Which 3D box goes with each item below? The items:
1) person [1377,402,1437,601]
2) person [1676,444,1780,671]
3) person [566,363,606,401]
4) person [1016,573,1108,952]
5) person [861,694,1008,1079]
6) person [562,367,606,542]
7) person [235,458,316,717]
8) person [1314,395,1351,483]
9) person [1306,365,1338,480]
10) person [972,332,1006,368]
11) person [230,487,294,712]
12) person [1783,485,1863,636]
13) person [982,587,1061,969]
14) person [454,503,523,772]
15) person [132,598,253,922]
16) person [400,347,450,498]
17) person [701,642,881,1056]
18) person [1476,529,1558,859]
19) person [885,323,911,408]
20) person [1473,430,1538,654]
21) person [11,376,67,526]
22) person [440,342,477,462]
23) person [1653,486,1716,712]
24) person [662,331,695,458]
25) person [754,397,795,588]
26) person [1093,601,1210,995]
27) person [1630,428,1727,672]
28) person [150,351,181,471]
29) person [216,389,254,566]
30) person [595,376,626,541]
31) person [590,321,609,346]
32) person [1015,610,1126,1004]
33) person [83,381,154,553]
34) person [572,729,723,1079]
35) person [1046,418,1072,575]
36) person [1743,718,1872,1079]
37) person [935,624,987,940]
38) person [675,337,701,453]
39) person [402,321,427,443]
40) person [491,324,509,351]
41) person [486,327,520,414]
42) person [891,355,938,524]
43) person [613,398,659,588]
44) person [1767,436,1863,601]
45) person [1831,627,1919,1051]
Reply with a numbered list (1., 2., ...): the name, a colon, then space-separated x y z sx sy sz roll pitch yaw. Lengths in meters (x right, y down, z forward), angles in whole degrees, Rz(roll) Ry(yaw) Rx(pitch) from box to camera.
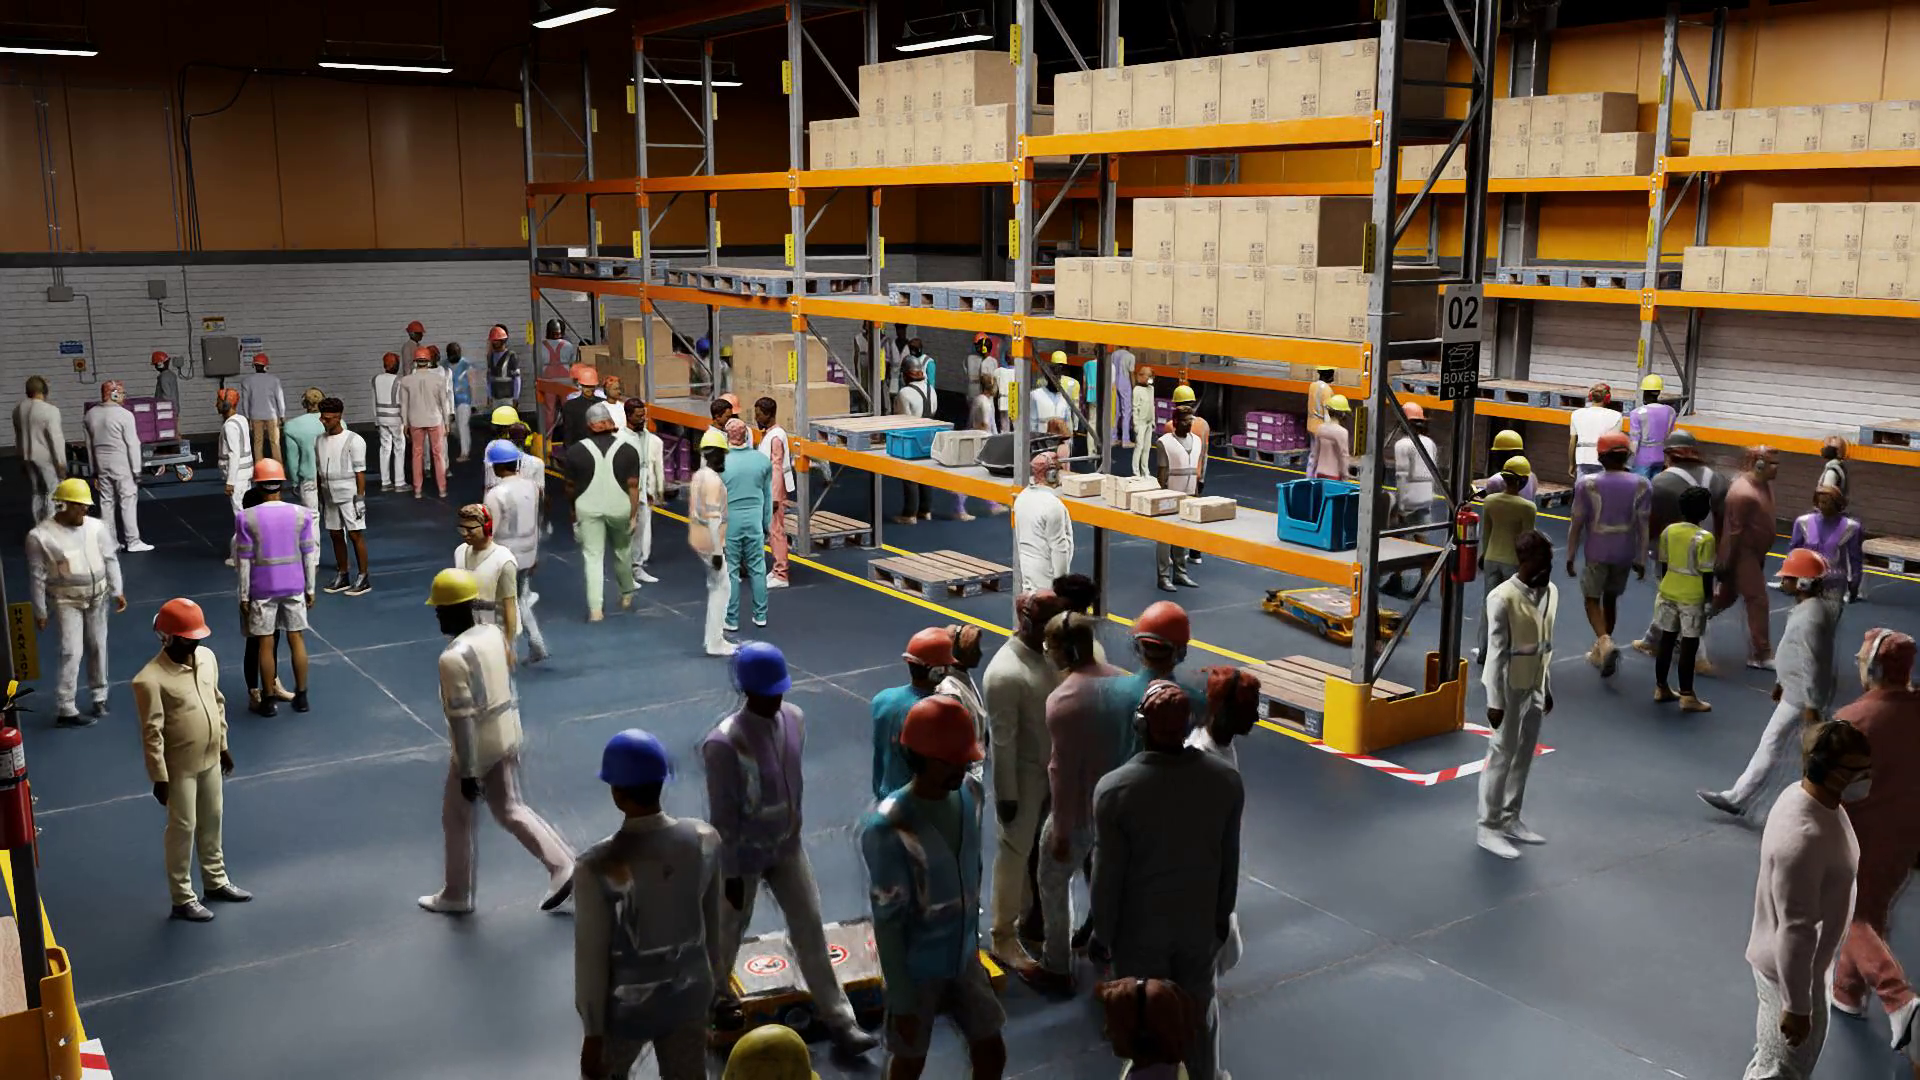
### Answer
1. person: 4.369 -0.379 16.146 0.557 1.897 0.698 -7 13 -30
2. person: 6.408 0.114 13.726 0.968 1.865 0.641 8 14 37
3. person: -4.635 -1.246 20.663 0.557 1.875 0.975 -10 15 -43
4. person: 0.527 1.134 8.396 0.616 1.912 0.697 7 13 30
5. person: 0.002 1.548 5.976 0.772 2.017 0.625 10 15 41
6. person: -4.216 -0.974 18.961 0.619 1.990 0.395 -9 14 -38
7. person: -5.073 0.353 12.359 0.550 1.923 0.391 -8 14 -36
8. person: 4.081 -0.708 18.184 0.325 1.767 0.533 -5 12 -22
9. person: 4.625 -1.389 21.243 0.363 1.930 0.588 -2 11 -11
10. person: 0.505 -2.987 29.740 0.641 1.814 0.613 0 11 1
11. person: -5.229 0.437 12.496 0.321 1.697 0.529 2 11 11
12. person: 6.841 0.354 13.204 0.519 1.581 0.899 9 14 38
13. person: 0.372 1.163 8.249 0.402 1.905 0.650 6 13 29
14. person: -3.123 0.653 11.044 0.561 1.836 0.394 9 14 38
15. person: -4.046 1.148 8.761 0.352 1.737 0.569 3 11 13
16. person: -7.043 -1.546 21.915 0.619 1.985 0.406 -3 11 -14
17. person: -0.833 1.354 7.320 1.015 1.881 0.617 8 14 35
18. person: 3.248 0.873 9.703 0.596 1.917 0.374 -9 14 -39
19. person: -0.983 -2.778 28.315 0.630 1.936 0.557 2 11 9
20. person: 4.573 0.033 13.980 0.593 1.922 0.387 -8 14 -35
21. person: -10.300 -0.869 18.699 0.786 1.907 0.460 4 12 20
22. person: -7.542 -2.090 25.103 0.660 1.822 0.529 4 12 20
23. person: 5.461 0.436 12.500 0.321 1.697 0.530 -3 11 -16
24. person: -4.407 -2.228 25.537 0.826 1.928 0.677 10 15 41
25. person: -1.869 -0.481 16.670 0.409 1.907 0.598 -3 11 -15
26. person: 0.909 1.251 7.600 0.635 1.976 0.436 8 13 34
27. person: 5.929 0.038 13.656 0.740 2.000 1.011 -4 12 -19
28. person: -11.552 -1.876 24.215 0.339 1.742 0.563 -3 11 -15
29. person: -7.704 -0.672 17.697 0.355 1.883 0.573 -2 11 -12
30. person: -3.983 -0.942 19.081 0.354 1.883 0.572 5 12 25
31. person: -6.264 -2.922 29.130 0.373 1.930 0.760 4 12 19
32. person: 0.557 1.253 7.797 0.810 1.891 0.666 11 15 43
33. person: -9.274 -0.803 18.322 0.642 1.903 0.399 3 11 15
34. person: -1.175 1.597 5.976 0.652 1.918 0.836 -10 15 -42
35. person: 1.019 -0.443 17.165 0.277 1.632 0.502 2 11 9
36. person: 3.052 1.576 6.051 0.350 1.936 0.635 6 13 29
37. person: -0.012 1.230 8.585 0.309 1.639 0.523 1 11 3
38. person: -4.250 -2.242 25.854 0.338 1.839 0.505 7 13 32
39. person: -8.898 -2.587 27.241 0.411 1.985 0.613 1 11 5
40. person: -7.795 -2.737 28.286 0.451 1.884 0.663 -2 11 -11
41. person: -6.904 -2.186 25.036 0.616 2.039 0.386 6 13 30
42. person: -0.604 -1.224 20.117 0.536 2.000 0.688 7 13 32
43. person: -3.286 -0.472 16.628 0.398 1.908 0.594 4 12 20
44. person: 8.370 -0.214 16.087 0.853 1.588 0.533 6 13 29
45. person: 4.136 1.330 7.449 0.657 1.883 0.732 -3 11 -15
